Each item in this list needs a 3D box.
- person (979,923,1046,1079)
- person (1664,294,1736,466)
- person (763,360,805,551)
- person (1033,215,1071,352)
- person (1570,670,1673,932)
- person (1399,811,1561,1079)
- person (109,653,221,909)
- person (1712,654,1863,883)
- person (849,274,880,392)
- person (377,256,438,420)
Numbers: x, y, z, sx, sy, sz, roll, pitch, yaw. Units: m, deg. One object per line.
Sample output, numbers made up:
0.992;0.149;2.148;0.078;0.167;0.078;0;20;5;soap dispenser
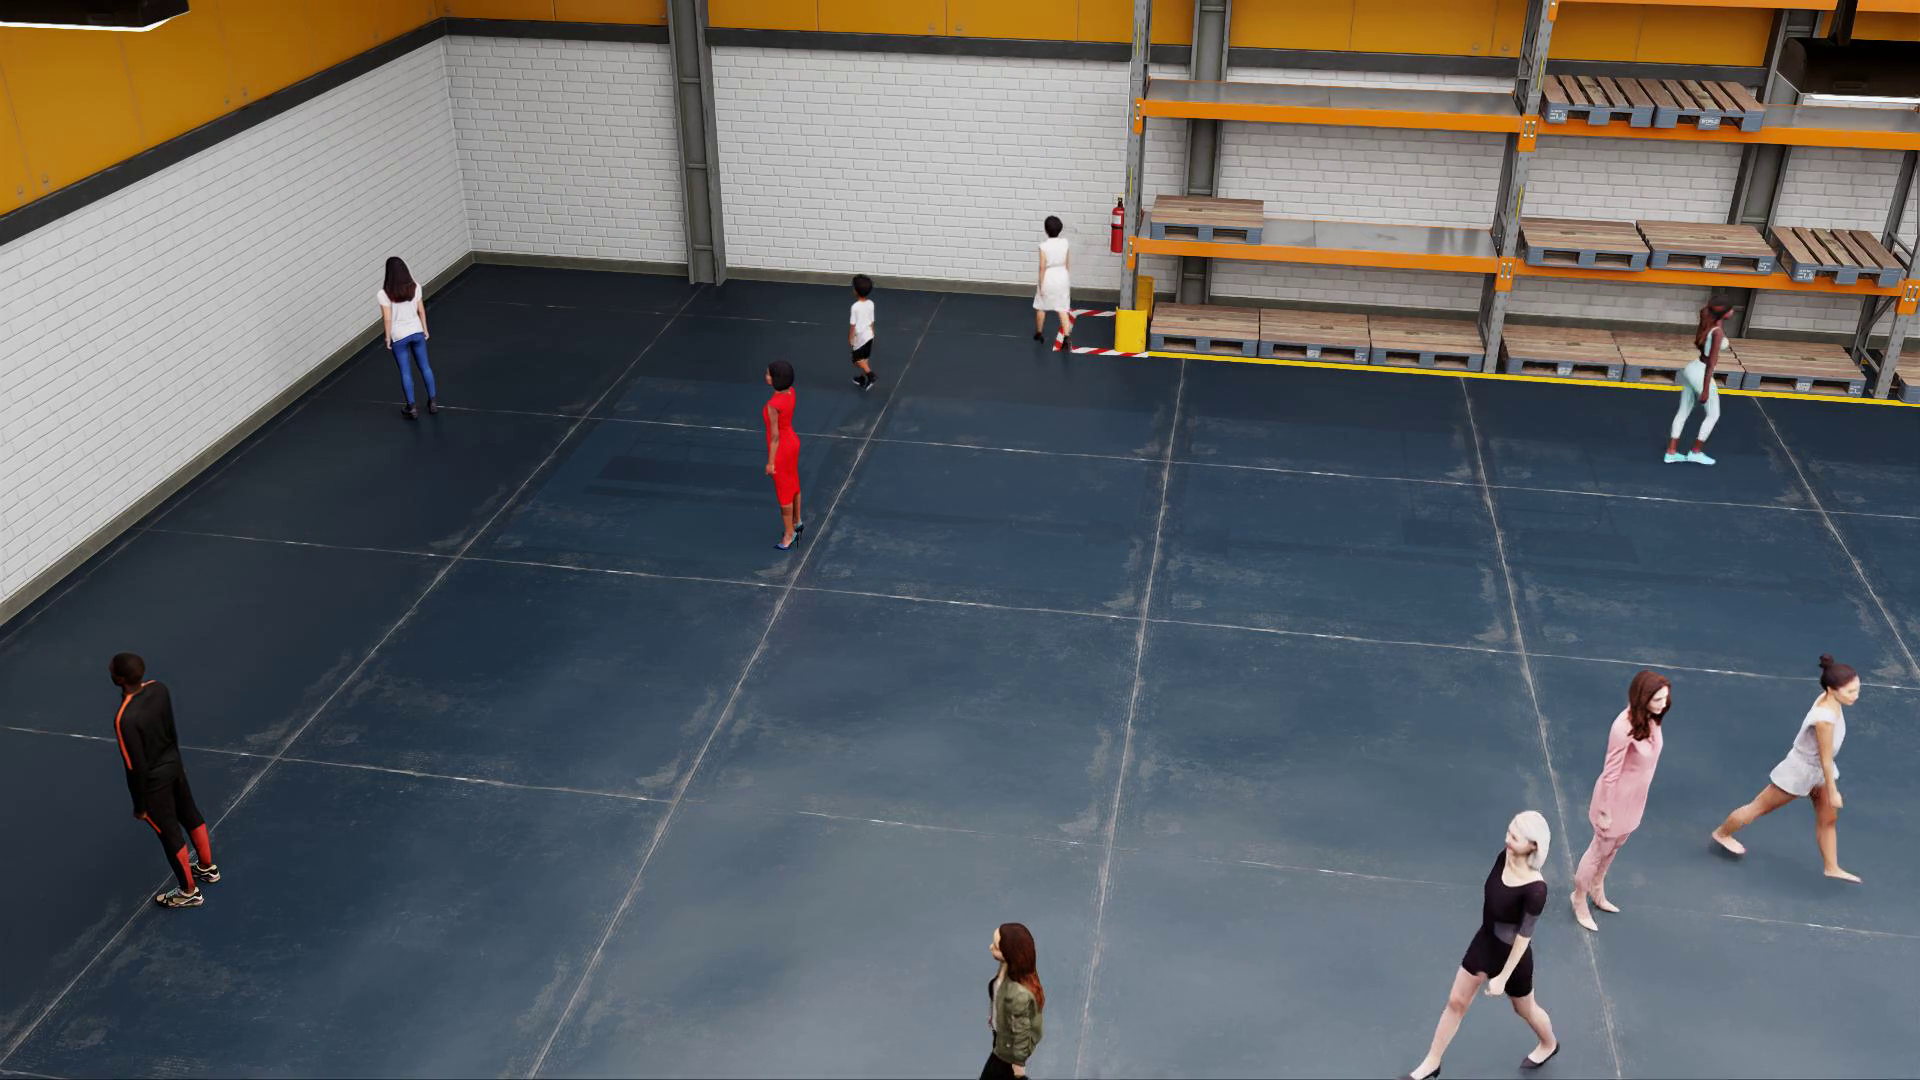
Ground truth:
0.334;2.569;8.577;0.652;1.464;0.660;-2;29;-3;person
6.951;-1.509;15.797;0.709;1.711;0.639;1;29;2;person
-1.518;-0.741;14.355;0.516;1.743;0.581;7;29;13;person
1.075;-2.805;18.360;0.920;1.530;0.871;-9;30;-17;person
4.001;1.556;10.083;0.693;1.801;0.732;-22;35;-34;person
2.991;2.225;8.877;1.229;1.782;0.961;-9;30;-16;person
-4.929;1.461;10.251;0.524;1.808;0.615;5;29;10;person
5.256;1.447;10.520;1.190;1.574;0.908;18;34;30;person
-0.997;-2.151;17.456;0.771;1.249;0.674;24;37;37;person
-5.581;-2.037;16.791;0.680;1.684;0.728;-21;35;-33;person
